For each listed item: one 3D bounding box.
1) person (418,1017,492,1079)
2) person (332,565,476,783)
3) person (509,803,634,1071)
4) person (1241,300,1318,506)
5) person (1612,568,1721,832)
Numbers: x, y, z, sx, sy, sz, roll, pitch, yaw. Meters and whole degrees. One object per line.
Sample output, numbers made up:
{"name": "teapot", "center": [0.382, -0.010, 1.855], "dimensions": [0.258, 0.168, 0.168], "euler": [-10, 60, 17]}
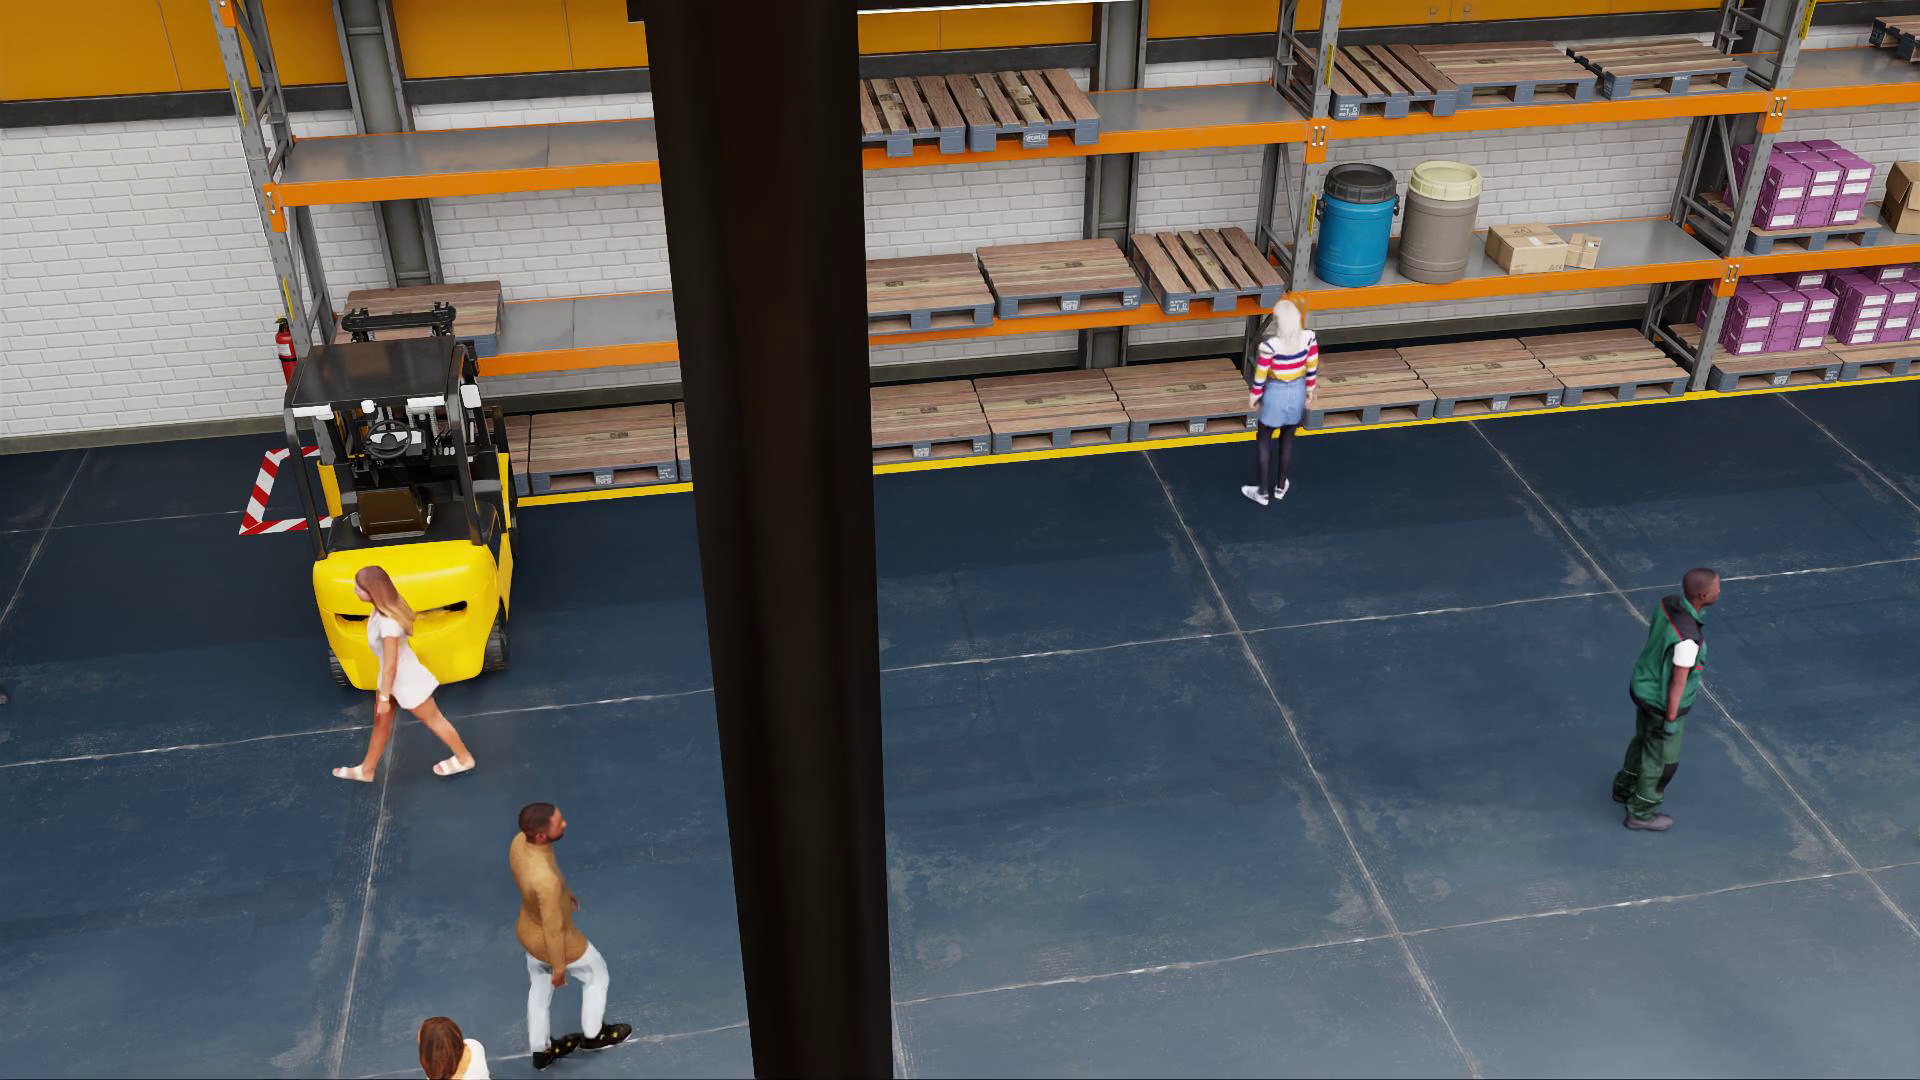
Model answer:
{"name": "person", "center": [-2.215, 2.760, 7.547], "dimensions": [0.684, 1.682, 0.696], "euler": [8, 34, 12]}
{"name": "person", "center": [-3.398, 0.864, 10.426], "dimensions": [1.131, 1.652, 0.729], "euler": [-12, 35, -17]}
{"name": "person", "center": [-2.170, 2.072, 8.480], "dimensions": [0.912, 1.795, 0.846], "euler": [-26, 41, -33]}
{"name": "person", "center": [2.591, -1.117, 13.277], "dimensions": [0.484, 1.796, 0.746], "euler": [2, 34, 2]}
{"name": "person", "center": [4.257, 0.943, 10.148], "dimensions": [0.774, 1.830, 0.800], "euler": [4, 34, 7]}
